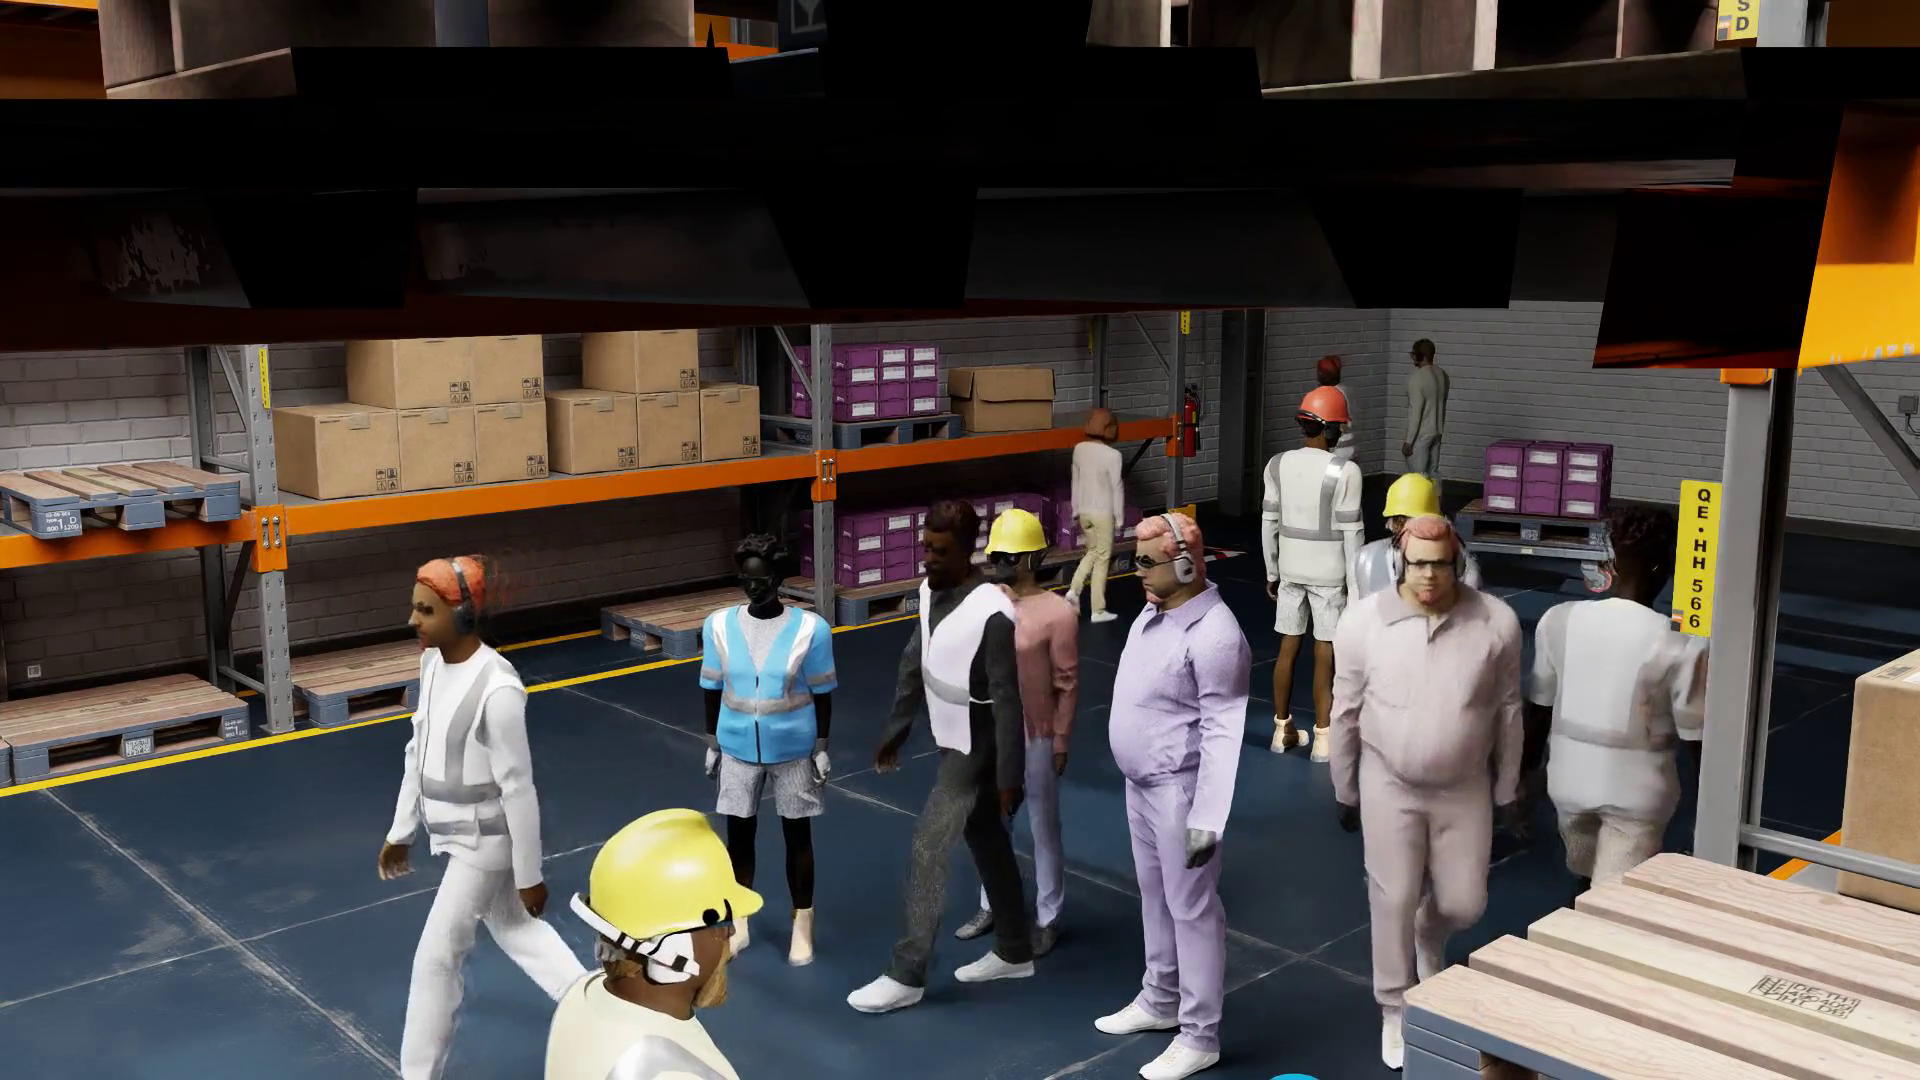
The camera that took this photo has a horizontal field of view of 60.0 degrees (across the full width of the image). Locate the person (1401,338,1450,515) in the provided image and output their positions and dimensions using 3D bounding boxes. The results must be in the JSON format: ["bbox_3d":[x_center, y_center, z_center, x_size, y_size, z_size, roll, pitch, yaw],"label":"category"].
[{"bbox_3d":[4.559,-1.011,16.360,0.635,1.936,0.355,-9,13,-43],"label":"person"}]

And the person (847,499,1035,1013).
[{"bbox_3d":[-0.092,0.776,6.069,0.901,1.872,0.631,-3,10,-17],"label":"person"}]

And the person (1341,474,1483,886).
[{"bbox_3d":[1.939,0.607,7.240,0.596,1.818,0.457,8,12,38],"label":"person"}]

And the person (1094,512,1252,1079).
[{"bbox_3d":[0.699,0.848,5.586,0.407,1.902,0.639,-3,10,-17],"label":"person"}]

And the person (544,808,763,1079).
[{"bbox_3d":[-0.481,1.350,2.847,0.404,1.832,0.589,-5,11,-28],"label":"person"}]

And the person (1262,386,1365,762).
[{"bbox_3d":[1.942,0.182,9.069,0.378,2.041,0.616,-9,13,-43],"label":"person"}]

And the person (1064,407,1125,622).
[{"bbox_3d":[1.021,-0.178,12.390,0.385,1.620,0.528,-8,12,-38],"label":"person"}]

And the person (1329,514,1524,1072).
[{"bbox_3d":[1.593,0.827,5.740,0.648,1.886,0.595,1,10,7],"label":"person"}]

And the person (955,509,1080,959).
[{"bbox_3d":[0.222,0.752,6.541,0.525,1.769,0.310,7,12,35],"label":"person"}]

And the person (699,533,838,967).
[{"bbox_3d":[-0.740,0.807,6.418,0.537,1.696,0.321,1,10,8],"label":"person"}]

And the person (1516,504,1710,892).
[{"bbox_3d":[2.286,0.829,5.622,0.965,1.919,0.648,-8,12,-38],"label":"person"}]

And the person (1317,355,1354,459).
[{"bbox_3d":[3.428,-0.762,15.188,0.358,1.857,0.745,3,10,20],"label":"person"}]

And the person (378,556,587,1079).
[{"bbox_3d":[-1.492,0.942,5.253,1.000,1.839,0.574,-6,12,-33],"label":"person"}]
